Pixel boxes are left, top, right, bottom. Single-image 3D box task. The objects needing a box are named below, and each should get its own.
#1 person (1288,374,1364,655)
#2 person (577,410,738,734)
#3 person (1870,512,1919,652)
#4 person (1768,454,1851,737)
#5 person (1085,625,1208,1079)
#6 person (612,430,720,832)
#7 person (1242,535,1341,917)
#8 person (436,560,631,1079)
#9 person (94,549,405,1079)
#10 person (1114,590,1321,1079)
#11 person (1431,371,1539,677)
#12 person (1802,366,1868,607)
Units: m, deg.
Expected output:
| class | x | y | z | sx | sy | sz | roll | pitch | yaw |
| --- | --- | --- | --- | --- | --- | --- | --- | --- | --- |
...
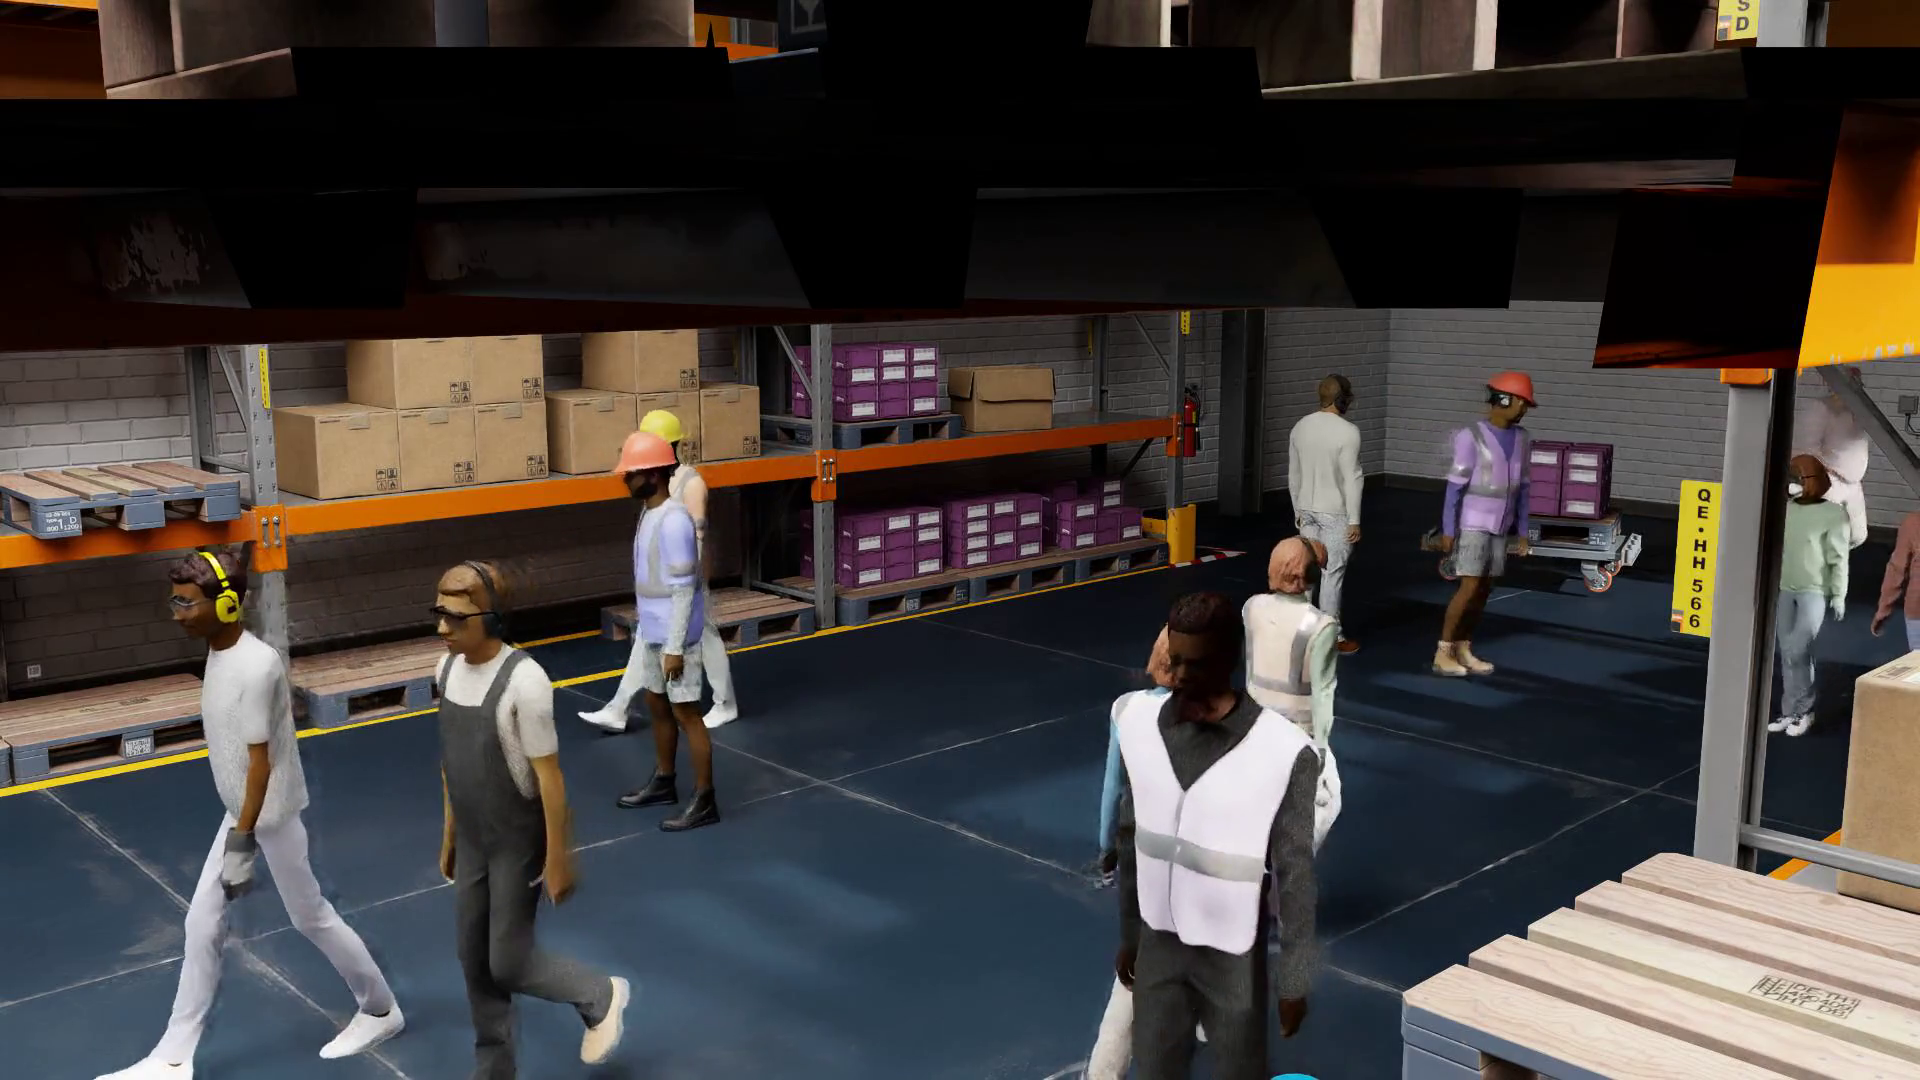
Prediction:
| class | x | y | z | sx | sy | sz | roll | pitch | yaw |
| --- | --- | --- | --- | --- | --- | --- | --- | --- | --- |
| person | 2.525 | -0.175 | 11.462 | 0.353 | 1.937 | 0.635 | -6 | 11 | -31 |
| person | -1.681 | 0.202 | 9.438 | 0.963 | 1.870 | 0.602 | -8 | 13 | -39 |
| person | 5.141 | 0.402 | 8.714 | 0.897 | 1.727 | 0.522 | -5 | 11 | -28 |
| person | 4.745 | 0.322 | 9.476 | 0.408 | 1.619 | 0.519 | -4 | 11 | -23 |
| person | 0.690 | 1.033 | 5.436 | 0.929 | 1.580 | 0.511 | -8 | 13 | -40 |
| person | -1.430 | 0.427 | 7.984 | 0.393 | 1.933 | 0.551 | -5 | 11 | -25 |
| person | 1.336 | 0.786 | 6.763 | 0.370 | 1.625 | 0.524 | -8 | 12 | -38 |
| person | -1.387 | 0.938 | 5.280 | 0.542 | 1.823 | 0.576 | 7 | 12 | 37 |
| person | -2.331 | 0.915 | 5.489 | 0.981 | 1.806 | 0.522 | -8 | 13 | -40 |
| person | 0.697 | 1.047 | 4.445 | 0.599 | 1.896 | 0.752 | 8 | 12 | 39 |
| person | 3.438 | -0.097 | 10.838 | 0.665 | 2.004 | 0.456 | -6 | 11 | -29 |
| person | 6.832 | -0.420 | 13.031 | 0.660 | 1.890 | 0.485 | -5 | 11 | -27 |
